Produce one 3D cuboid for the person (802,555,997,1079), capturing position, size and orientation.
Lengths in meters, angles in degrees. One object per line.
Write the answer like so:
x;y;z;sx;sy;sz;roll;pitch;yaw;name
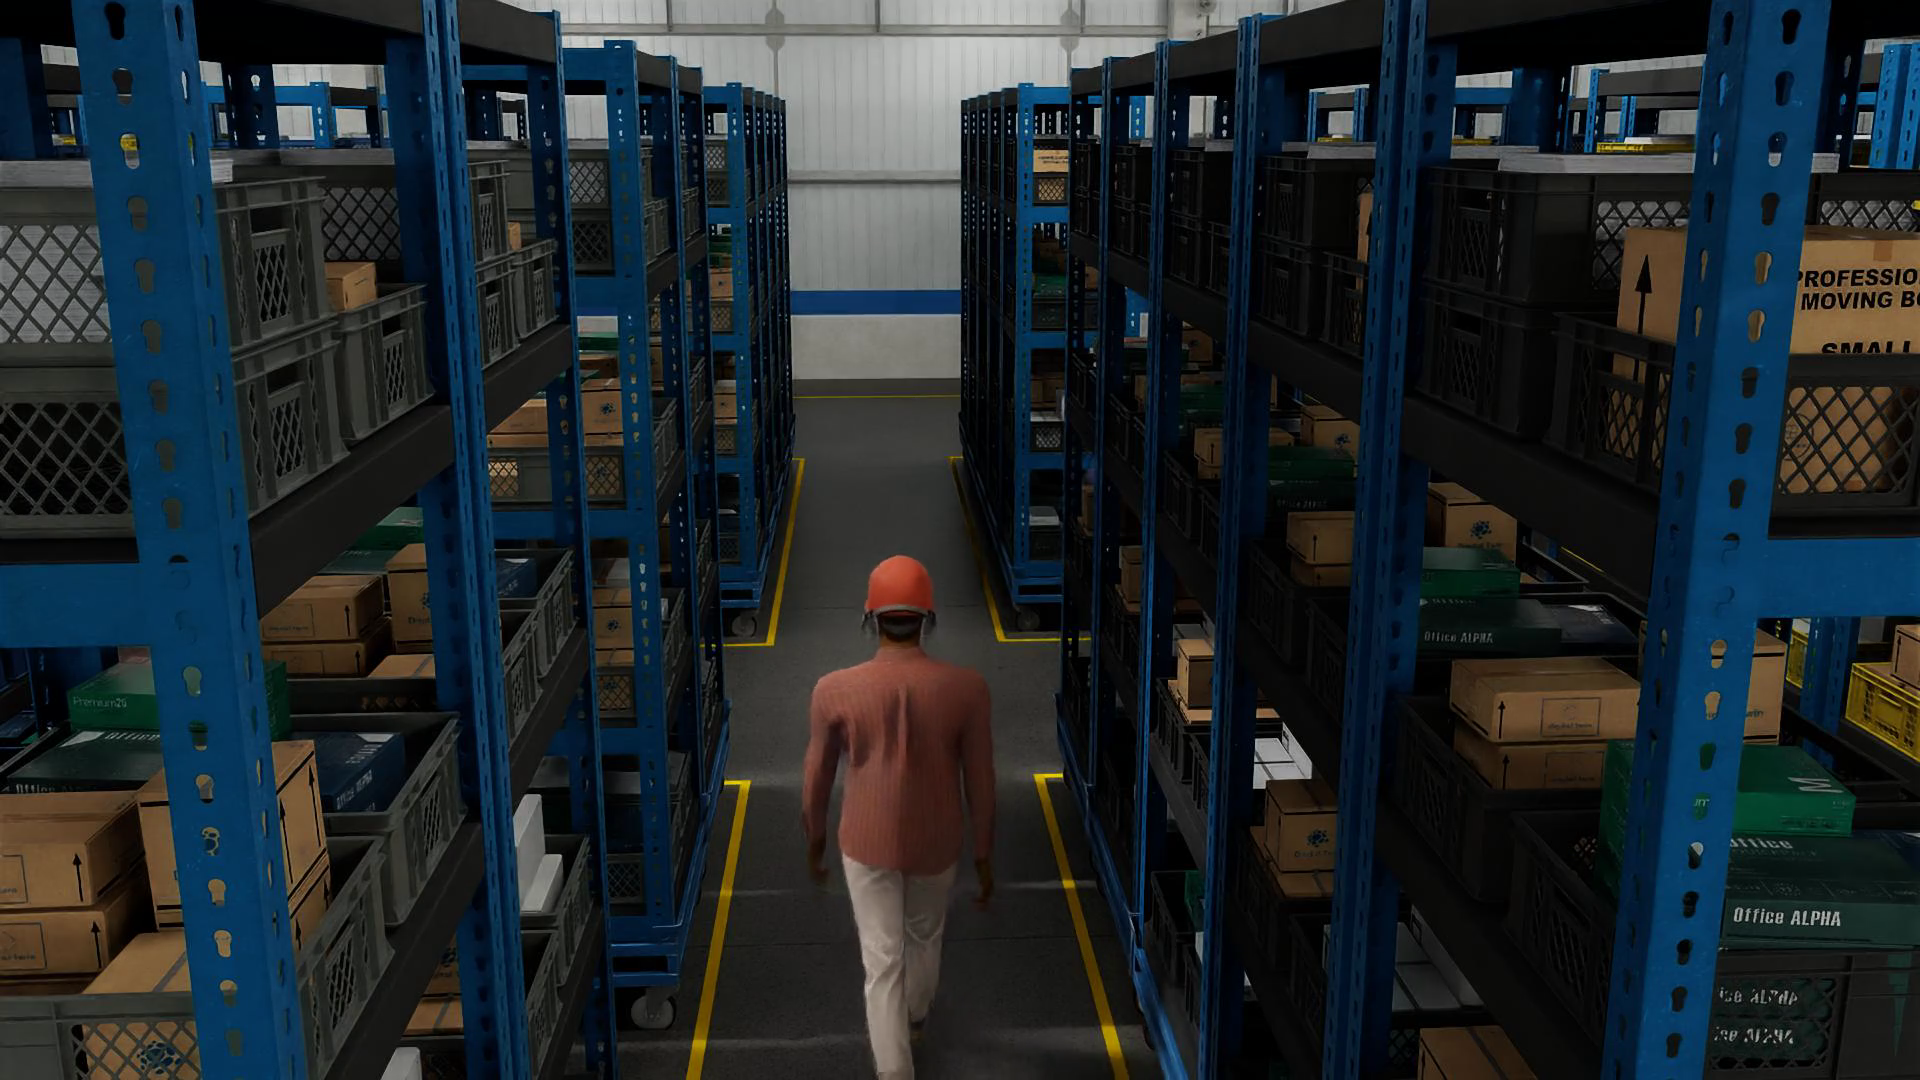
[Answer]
-0.218;0.999;5.705;0.644;1.937;1.011;-2;14;-7;person
